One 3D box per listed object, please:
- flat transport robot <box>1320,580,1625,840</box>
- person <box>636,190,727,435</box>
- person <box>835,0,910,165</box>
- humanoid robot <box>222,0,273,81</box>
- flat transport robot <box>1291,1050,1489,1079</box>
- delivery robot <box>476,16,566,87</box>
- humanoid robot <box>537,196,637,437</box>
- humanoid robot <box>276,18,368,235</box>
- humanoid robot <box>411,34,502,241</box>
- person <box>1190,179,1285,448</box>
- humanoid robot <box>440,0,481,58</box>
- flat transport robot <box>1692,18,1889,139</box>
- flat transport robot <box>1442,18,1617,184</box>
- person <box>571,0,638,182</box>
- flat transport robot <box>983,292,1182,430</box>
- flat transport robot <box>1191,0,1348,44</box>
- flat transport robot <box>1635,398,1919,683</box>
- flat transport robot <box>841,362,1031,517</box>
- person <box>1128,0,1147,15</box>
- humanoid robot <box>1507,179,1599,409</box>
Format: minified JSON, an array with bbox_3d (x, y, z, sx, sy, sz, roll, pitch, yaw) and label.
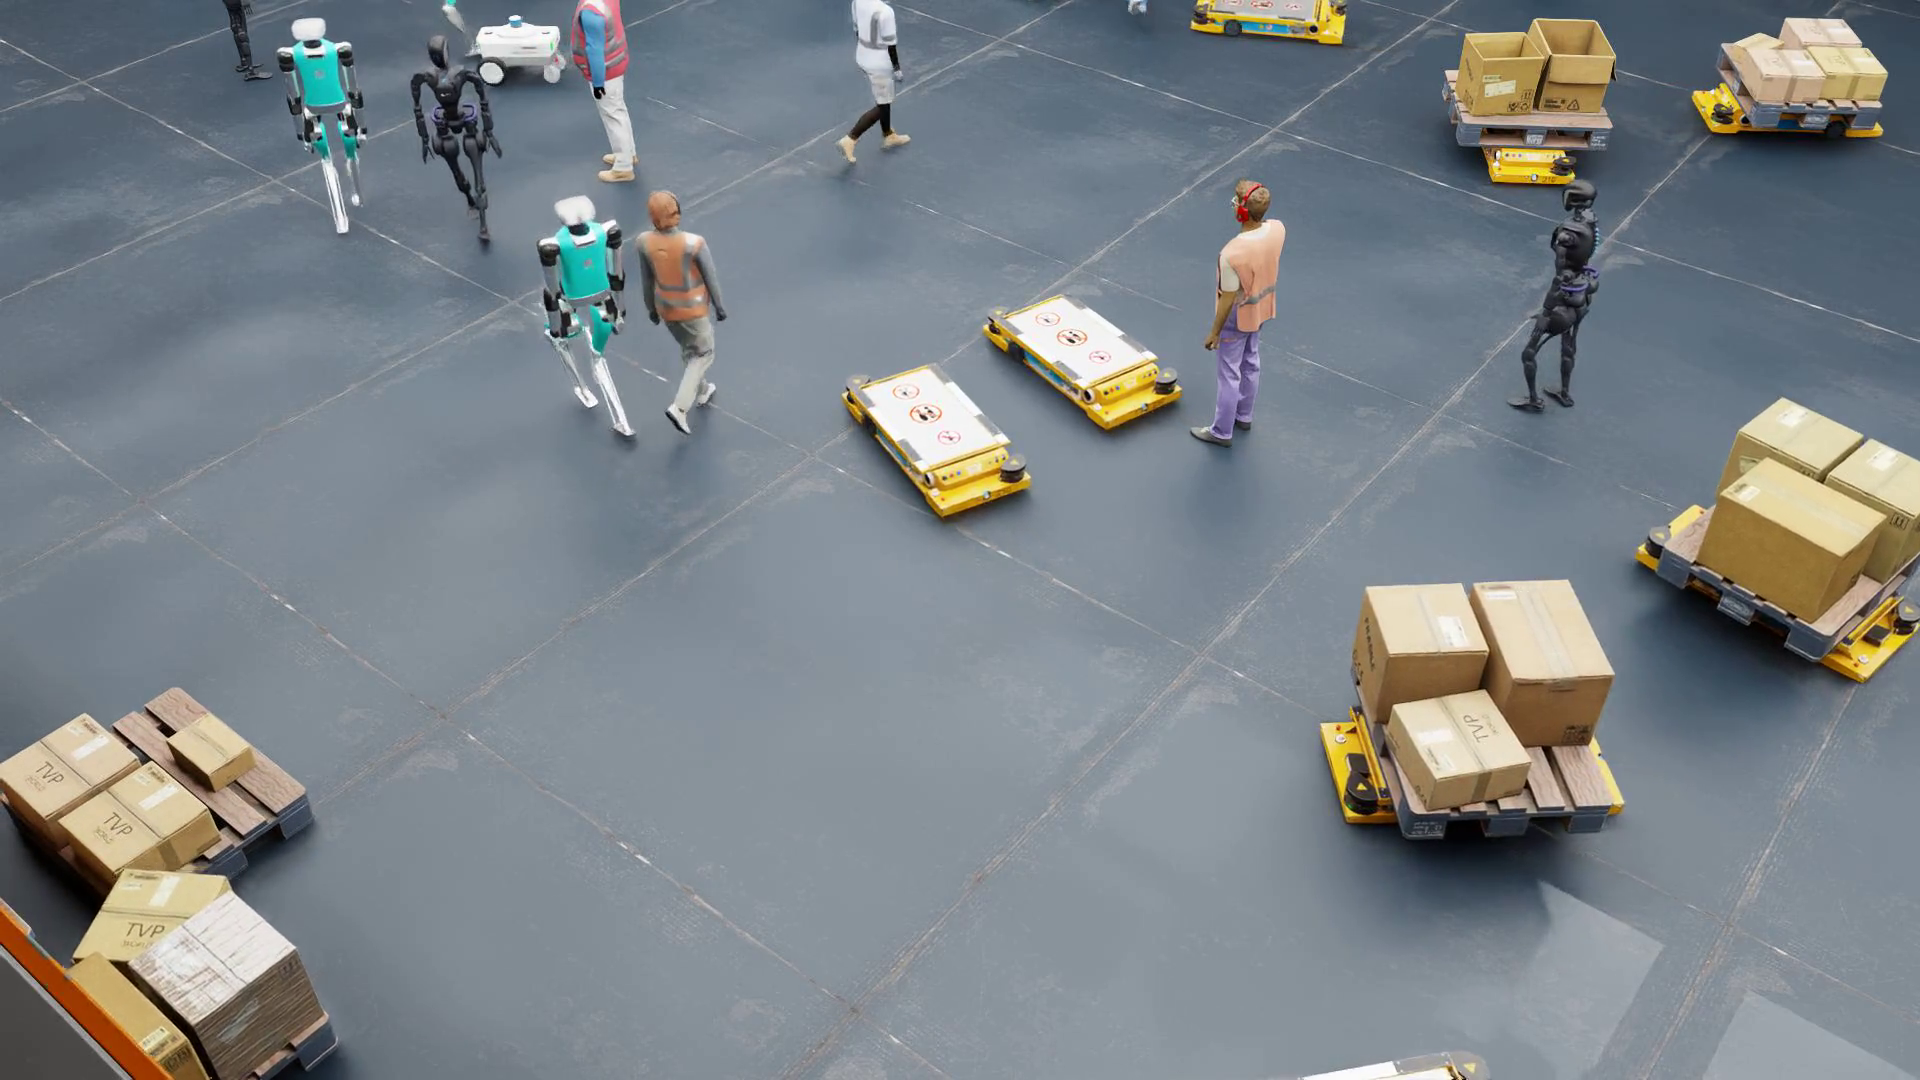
[{"bbox_3d":[2.670,1.160,8.713,1.431,0.231,0.659,-2,40,-2],"label":"flat transport robot"},{"bbox_3d":[-1.826,-1.456,10.751,0.556,1.605,0.650,15,43,17],"label":"person"},{"bbox_3d":[-0.730,-3.886,13.559,0.708,1.672,0.535,-20,44,-22],"label":"person"},{"bbox_3d":[-6.500,-4.959,14.818,0.315,1.653,0.599,-21,45,-23],"label":"humanoid robot"},{"bbox_3d":[1.634,2.597,7.023,1.431,0.231,0.659,-7,41,-8],"label":"flat transport robot"},{"bbox_3d":[-4.000,-4.461,15.091,0.769,0.577,0.499,0,40,0],"label":"delivery robot"},{"bbox_3d":[-2.445,-1.498,10.699,0.533,1.737,0.958,-20,44,-22],"label":"humanoid robot"},{"bbox_3d":[-4.817,-3.205,12.765,0.539,1.843,0.820,-13,42,-15],"label":"humanoid robot"},{"bbox_3d":[-3.823,-3.074,12.639,0.602,1.619,0.793,-6,41,-7],"label":"humanoid robot"},{"bbox_3d":[1.780,-1.408,10.517,0.389,1.845,0.563,30,49,31],"label":"person"},{"bbox_3d":[-4.637,-5.283,15.151,0.550,1.756,0.787,31,49,32],"label":"humanoid robot"},{"bbox_3d":[7.211,-3.755,14.495,1.431,0.231,0.659,3,40,3],"label":"flat transport robot"},{"bbox_3d":[4.757,-3.443,14.128,0.659,0.231,1.431,3,40,3],"label":"flat transport robot"},{"bbox_3d":[-2.864,-3.775,13.319,0.434,1.833,0.629,1,40,1],"label":"person"},{"bbox_3d":[0.834,-1.287,11.593,0.659,0.231,1.431,-24,46,-26],"label":"flat transport robot"},{"bbox_3d":[2.983,-5.056,16.026,1.431,0.231,0.659,9,41,10],"label":"flat transport robot"},{"bbox_3d":[4.797,0.261,9.771,0.659,0.231,1.431,-29,48,-30],"label":"flat transport robot"},{"bbox_3d":[-0.177,-0.701,10.903,0.659,0.231,1.431,-20,44,-22],"label":"flat transport robot"},{"bbox_3d":[1.751,-5.840,15.828,0.505,1.710,0.510,-6,41,-8],"label":"person"},{"bbox_3d":[3.962,-1.573,10.849,0.391,1.643,0.612,27,47,28],"label":"humanoid robot"}]
